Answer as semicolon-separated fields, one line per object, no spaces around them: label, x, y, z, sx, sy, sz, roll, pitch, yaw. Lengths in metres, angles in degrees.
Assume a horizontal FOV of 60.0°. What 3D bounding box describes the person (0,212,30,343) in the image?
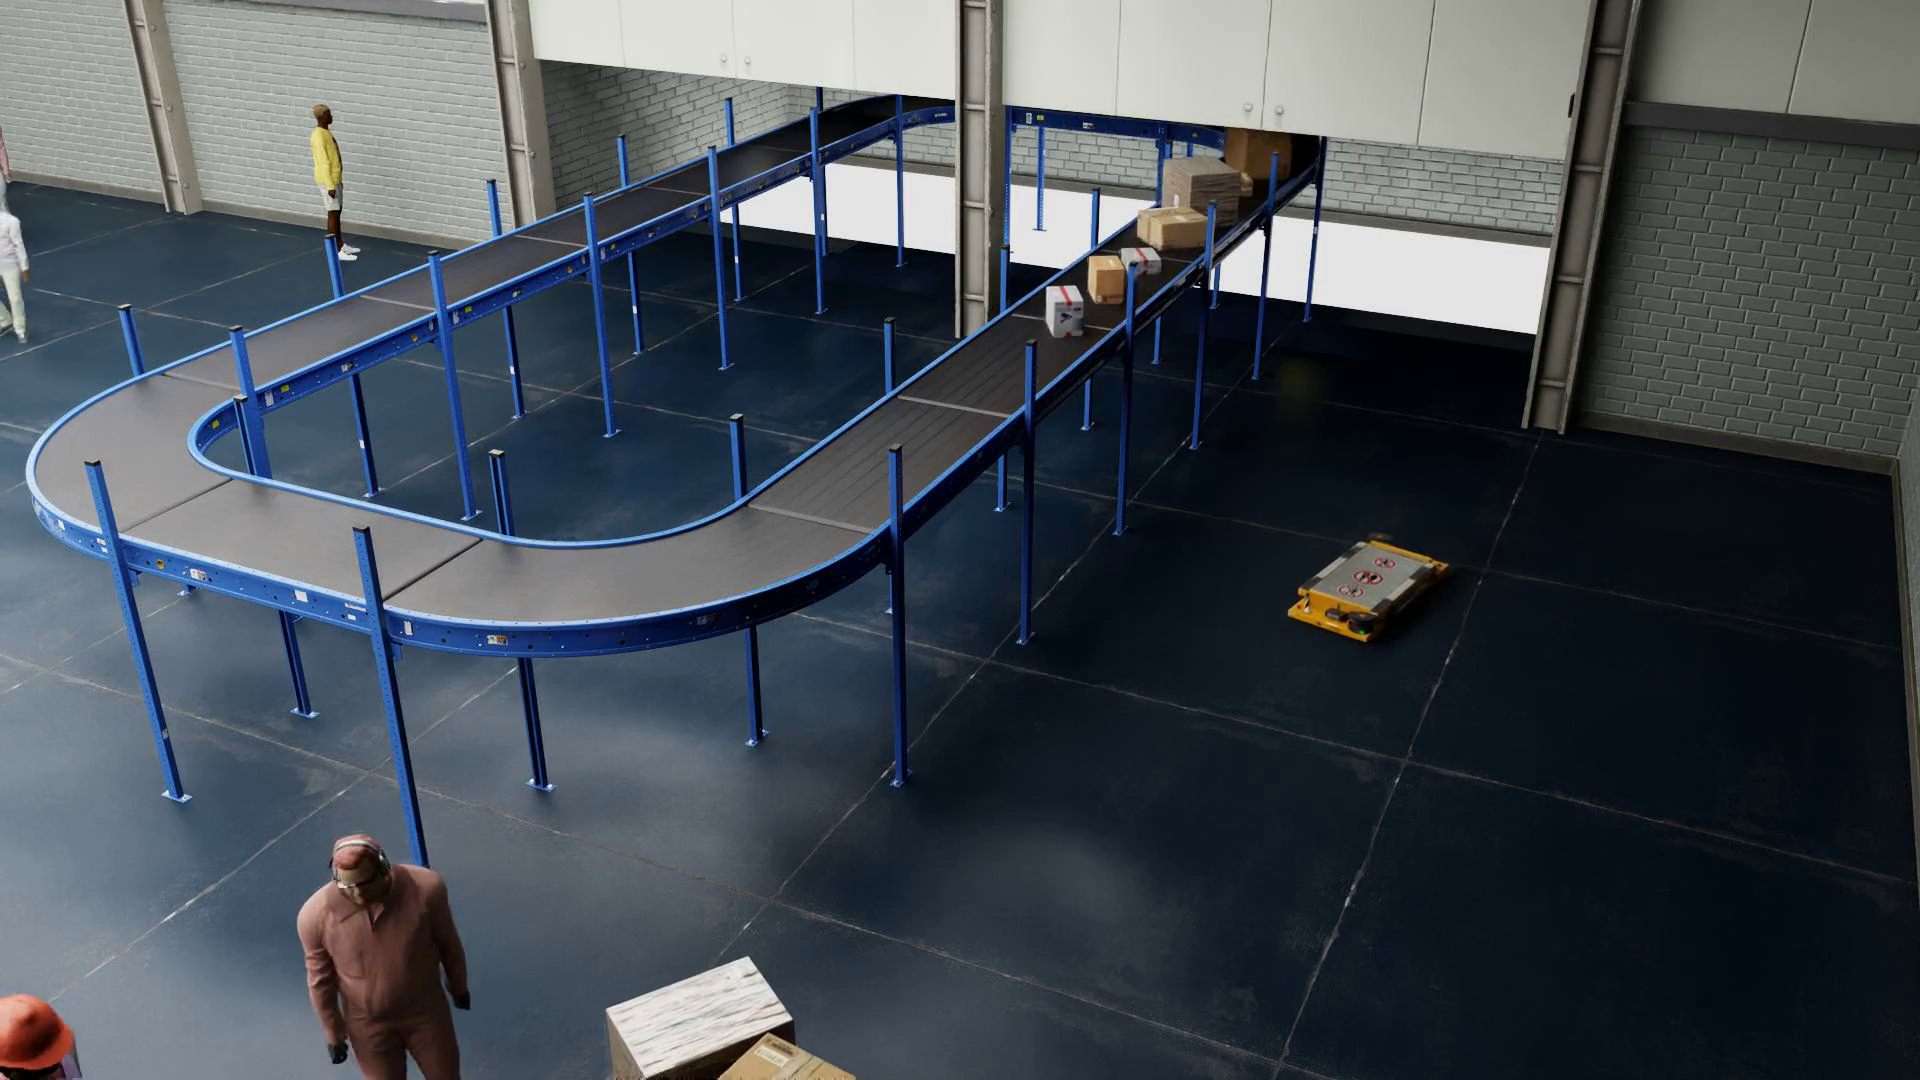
person;-10.249;-2.944;17.777;0.608;1.720;0.455;-1;26;-2

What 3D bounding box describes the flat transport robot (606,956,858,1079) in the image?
flat transport robot;-0.970;2.948;7.536;1.431;0.231;0.659;-21;34;-36

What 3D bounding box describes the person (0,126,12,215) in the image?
person;-12.257;-4.610;20.890;0.630;1.940;0.373;-18;32;-32

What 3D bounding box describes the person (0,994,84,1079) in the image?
person;-3.444;2.521;6.475;1.091;1.965;0.666;2;26;4

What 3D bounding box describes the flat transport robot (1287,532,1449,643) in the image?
flat transport robot;3.153;0.351;12.769;0.659;0.231;1.431;19;32;34

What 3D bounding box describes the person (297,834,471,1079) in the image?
person;-2.534;2.087;7.446;0.668;1.884;0.493;-9;28;-18

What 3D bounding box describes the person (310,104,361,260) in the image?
person;-7.760;-4.420;20.551;0.376;1.899;0.542;-5;27;-9
